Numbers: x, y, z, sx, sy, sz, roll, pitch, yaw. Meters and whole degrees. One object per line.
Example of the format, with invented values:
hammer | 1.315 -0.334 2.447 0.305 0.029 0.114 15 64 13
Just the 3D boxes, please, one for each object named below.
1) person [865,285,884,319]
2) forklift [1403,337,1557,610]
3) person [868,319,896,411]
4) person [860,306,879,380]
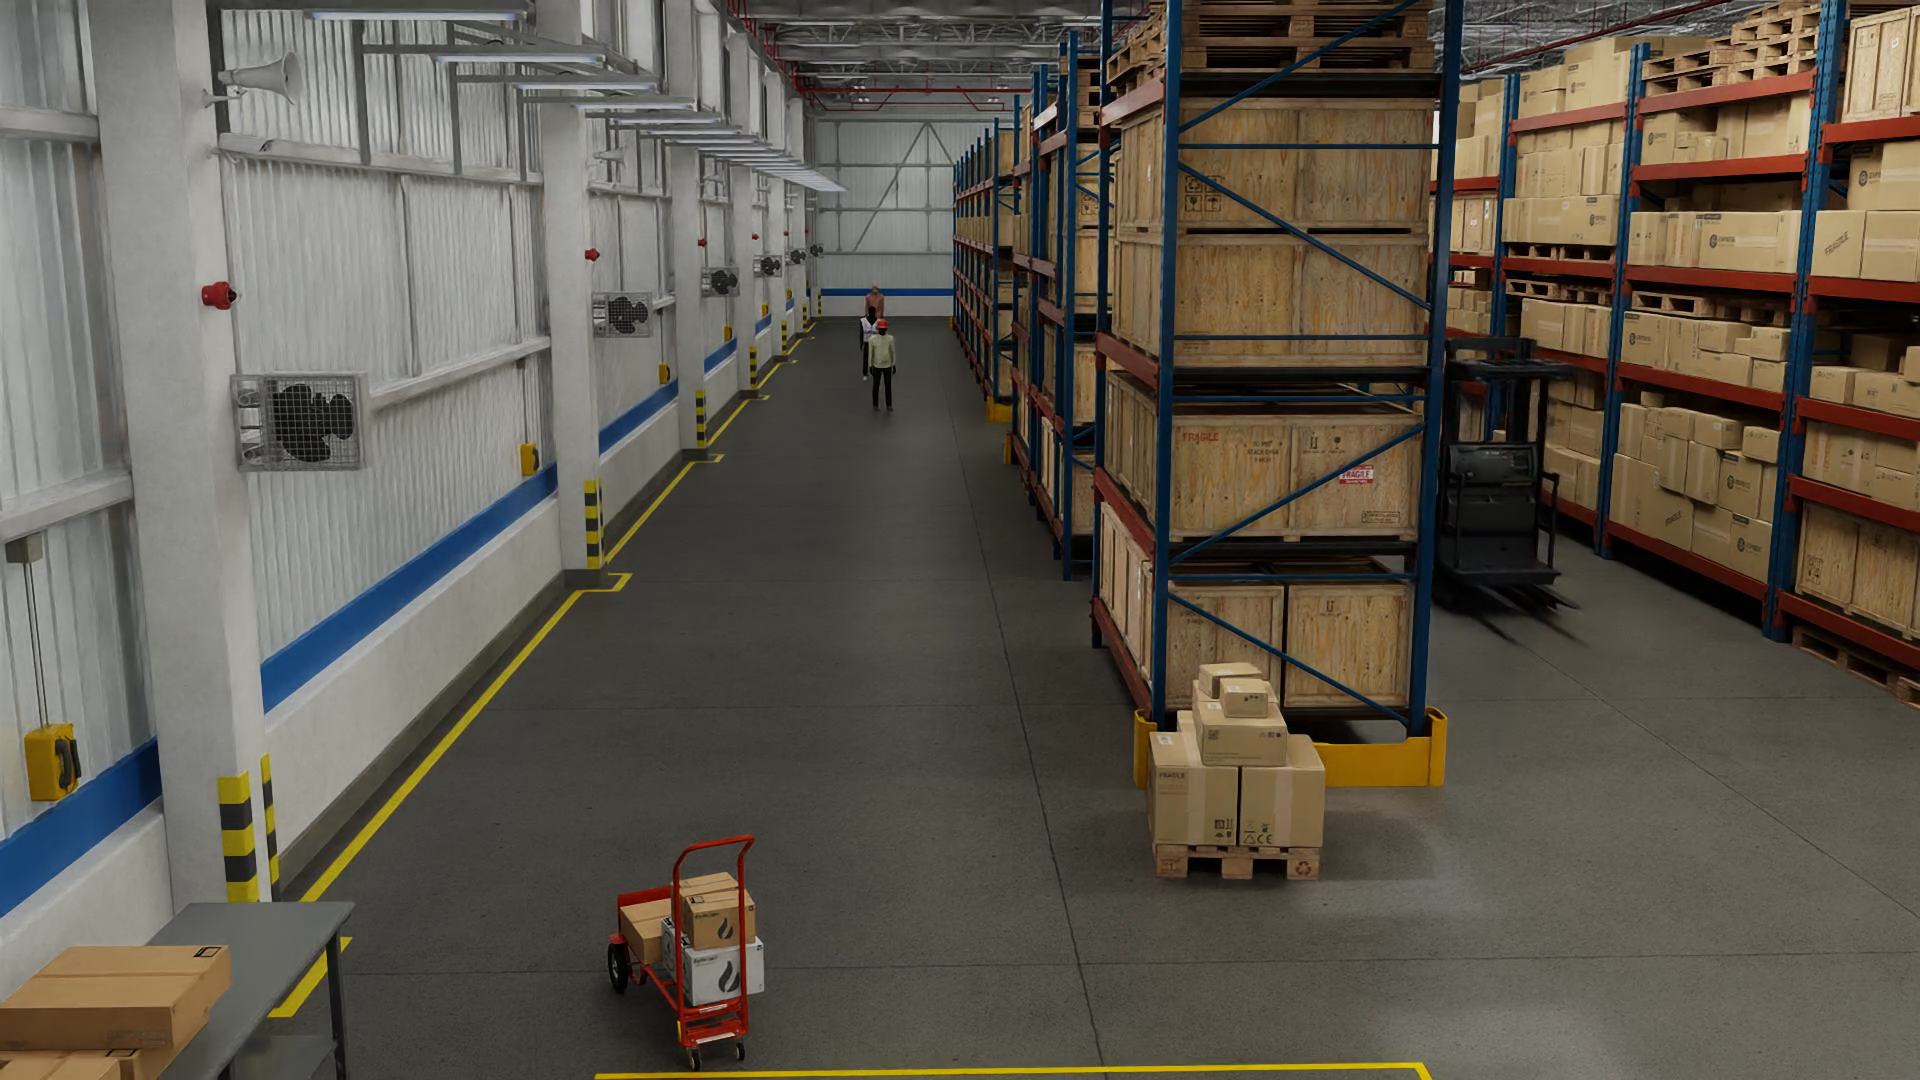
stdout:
person | -2.911 -7.743 56.741 0.642 1.888 0.480 -1 11 -4
forklift | 5.637 -0.798 18.001 1.129 2.768 1.873 0 11 -2
person | -1.669 -3.754 35.724 0.617 1.986 0.409 -3 11 -16
person | -2.274 -5.047 42.659 0.601 1.906 0.411 -2 11 -10
